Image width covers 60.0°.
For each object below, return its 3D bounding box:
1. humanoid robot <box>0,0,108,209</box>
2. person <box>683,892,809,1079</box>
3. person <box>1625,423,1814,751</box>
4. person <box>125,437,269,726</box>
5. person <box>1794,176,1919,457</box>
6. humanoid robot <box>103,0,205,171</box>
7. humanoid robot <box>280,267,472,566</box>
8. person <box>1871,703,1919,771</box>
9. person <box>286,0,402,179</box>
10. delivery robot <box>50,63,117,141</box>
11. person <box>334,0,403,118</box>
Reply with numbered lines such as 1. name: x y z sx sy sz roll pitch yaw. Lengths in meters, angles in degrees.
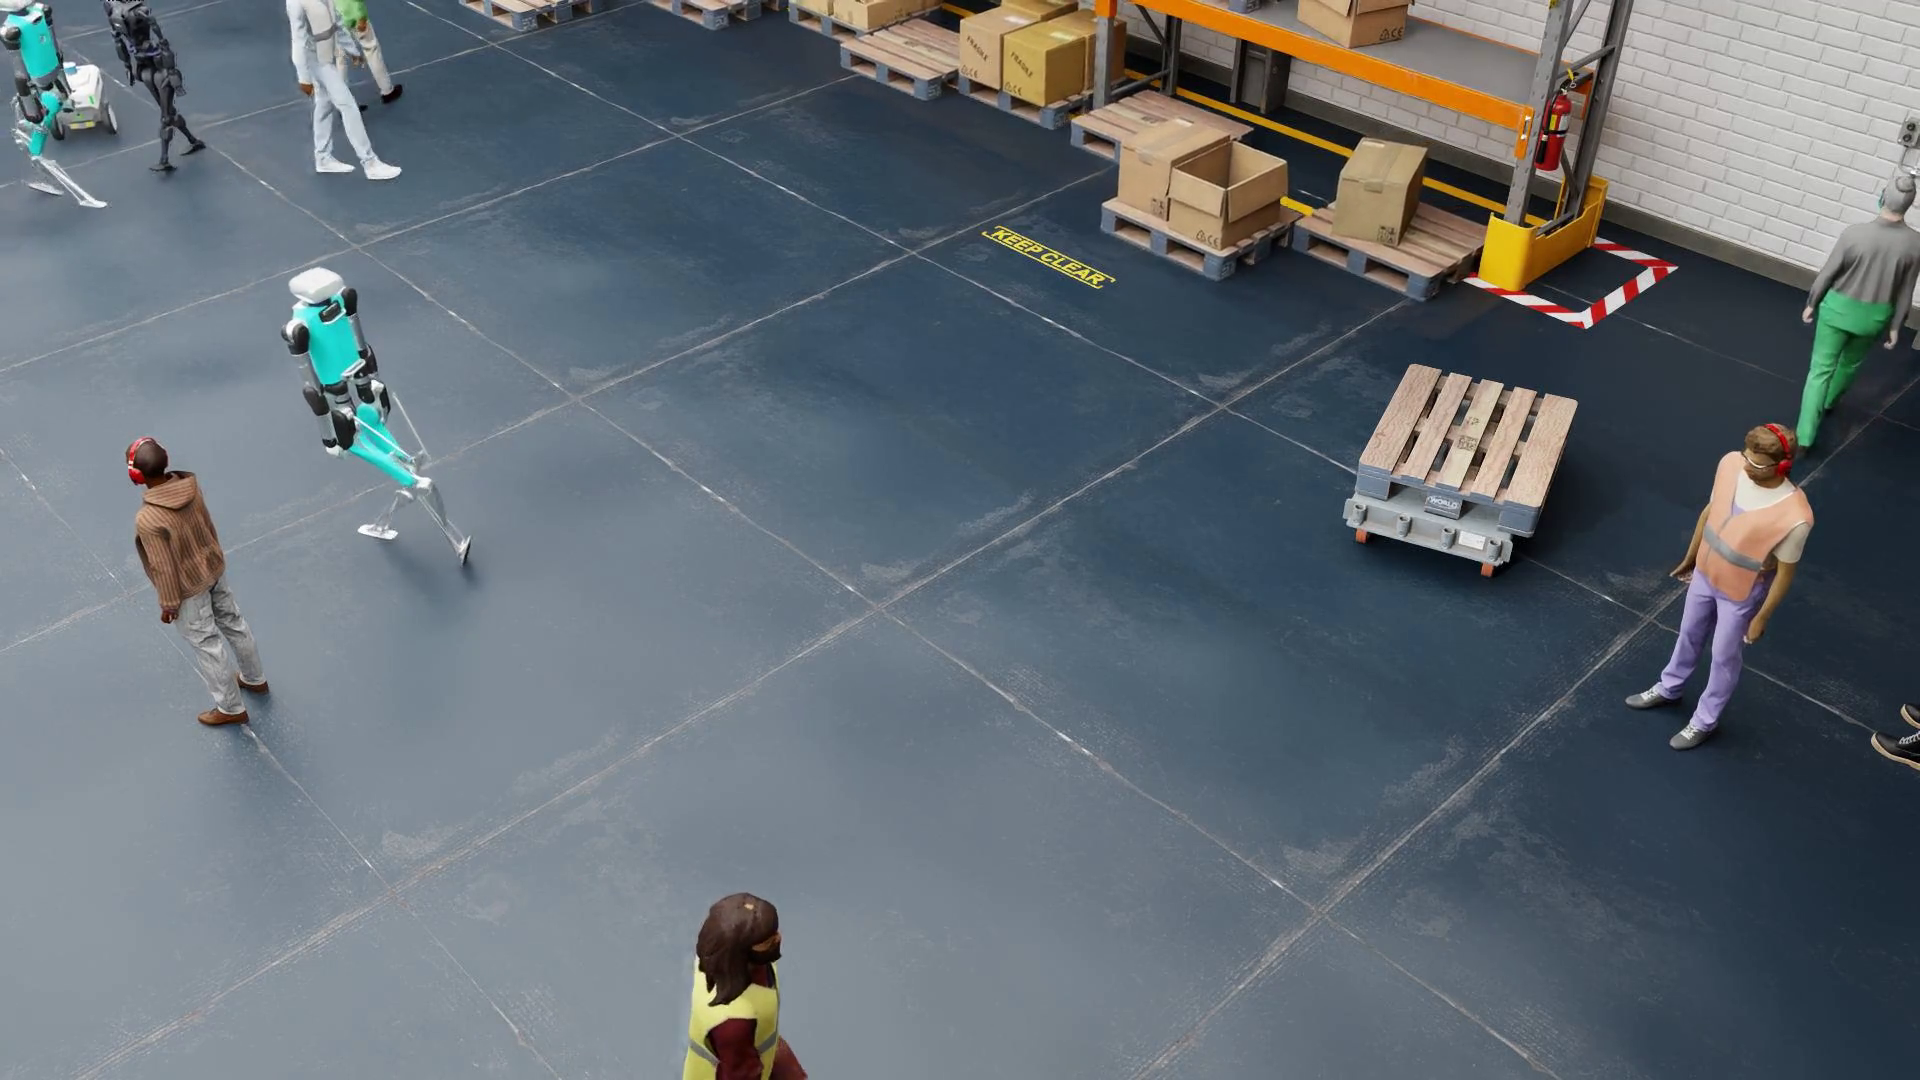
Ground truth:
1. humanoid robot: -7.214 -3.385 12.811 0.908 1.772 0.565 8 38 10
2. person: -0.745 1.850 5.851 0.434 1.752 0.493 -2 37 -2
3. person: 3.685 0.216 7.946 0.395 1.837 0.563 -11 39 -15
4. person: -3.725 0.208 8.107 0.314 1.651 0.470 7 38 9
5. person: 5.472 -1.434 10.170 0.541 1.798 0.859 11 39 15
6. humanoid robot: -6.565 -3.815 13.439 0.610 1.619 0.726 15 40 19
7. humanoid robot: -3.091 -0.625 9.165 0.971 1.769 0.533 12 39 15
8. person: 4.809 0.265 7.781 0.602 1.959 0.375 -25 44 -29
9. person: -4.935 -3.792 13.210 0.863 1.884 0.603 -1 37 -1
10. delivery robot: -7.587 -3.799 14.326 0.499 0.595 0.783 -12 39 -15
11. person: -5.297 -4.599 14.399 0.565 1.738 0.800 16 40 21
